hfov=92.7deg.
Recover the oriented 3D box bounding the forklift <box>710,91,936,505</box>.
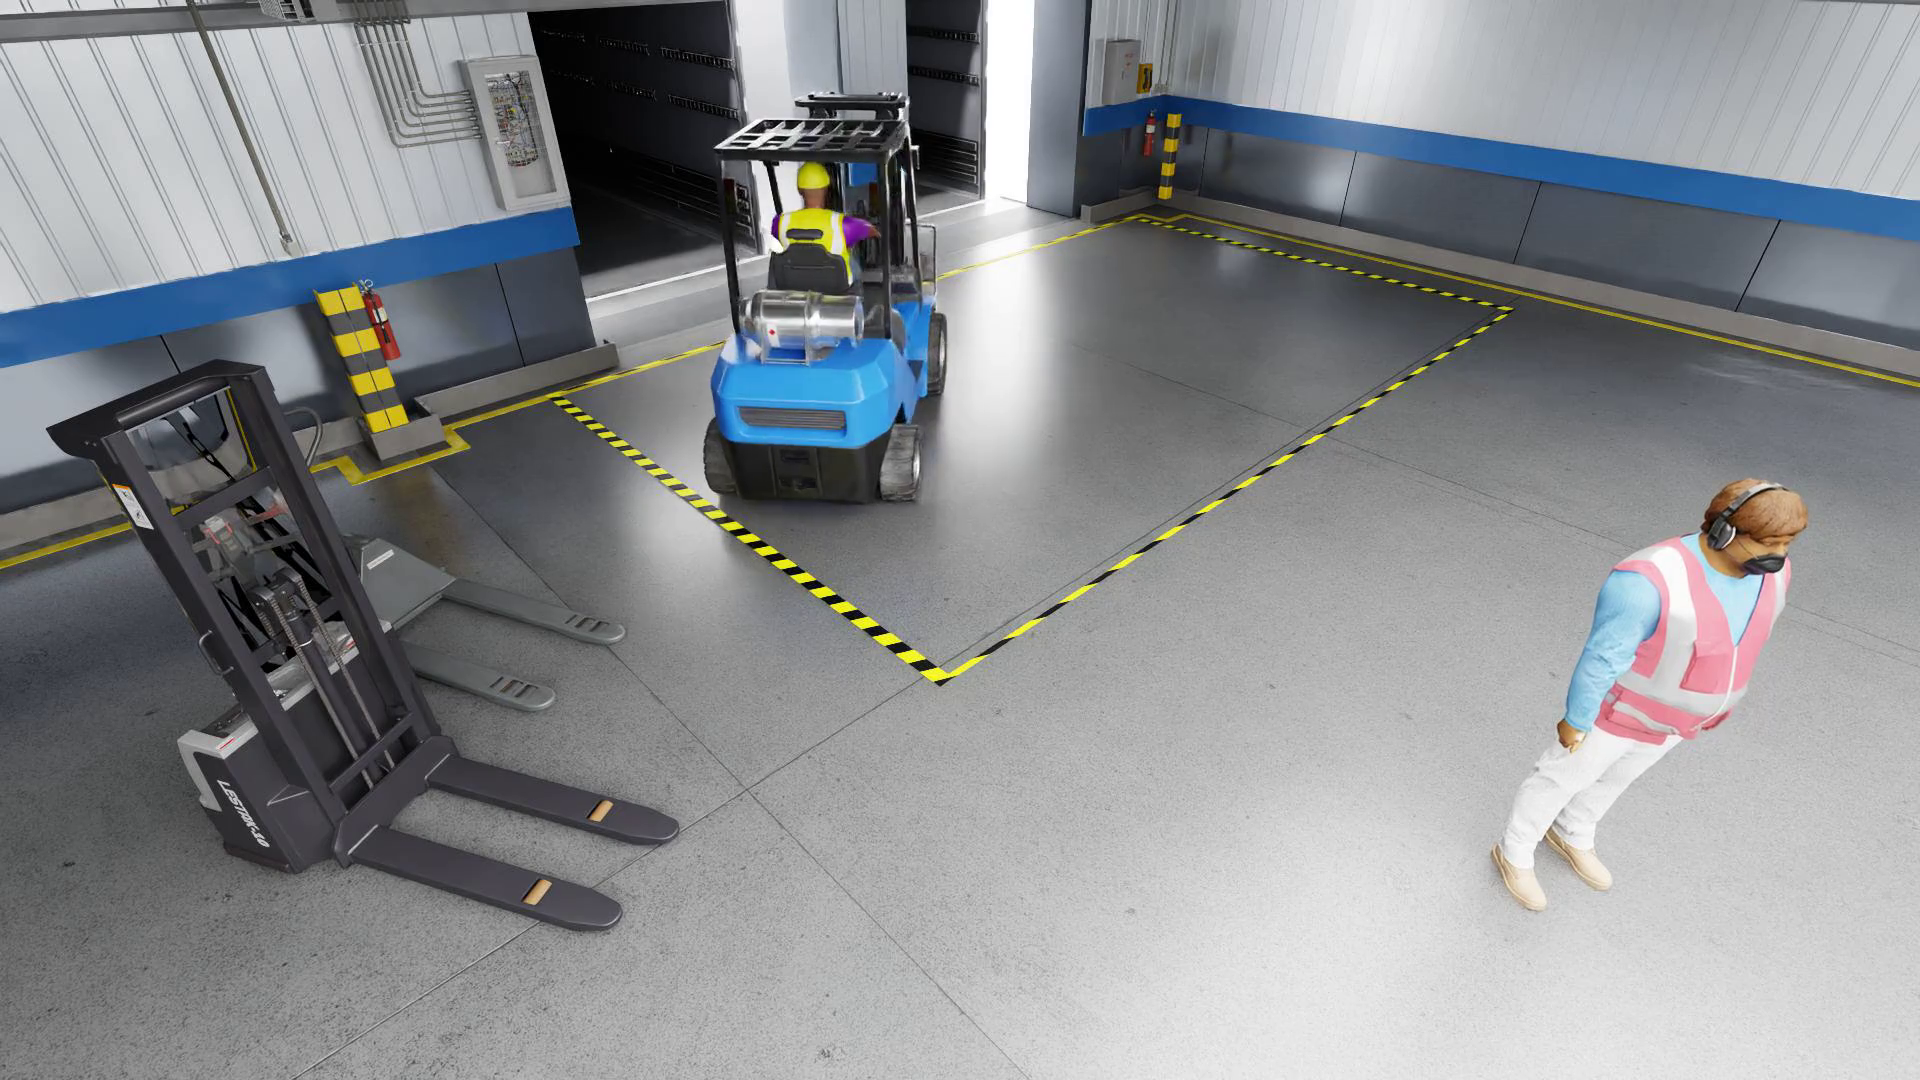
[{"bbox_3d":[-0.862,-1.758,6.243,1.157,2.036,2.680,3,34,5],"label":"forklift"}]

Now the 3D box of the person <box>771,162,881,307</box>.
[{"bbox_3d":[-0.849,-1.945,6.186,0.635,1.293,1.004,3,34,5],"label":"person"}]

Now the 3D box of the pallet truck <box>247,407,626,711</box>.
[{"bbox_3d":[-2.628,0.038,4.590,1.601,1.201,0.680,12,36,18],"label":"pallet truck"}]

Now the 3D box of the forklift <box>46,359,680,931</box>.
[{"bbox_3d":[-2.135,0.422,3.354,1.885,1.965,0.823,10,35,14],"label":"forklift"}]

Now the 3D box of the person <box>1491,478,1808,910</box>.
[{"bbox_3d":[2.412,0.592,3.241,0.624,1.843,0.430,-7,35,-11],"label":"person"}]
